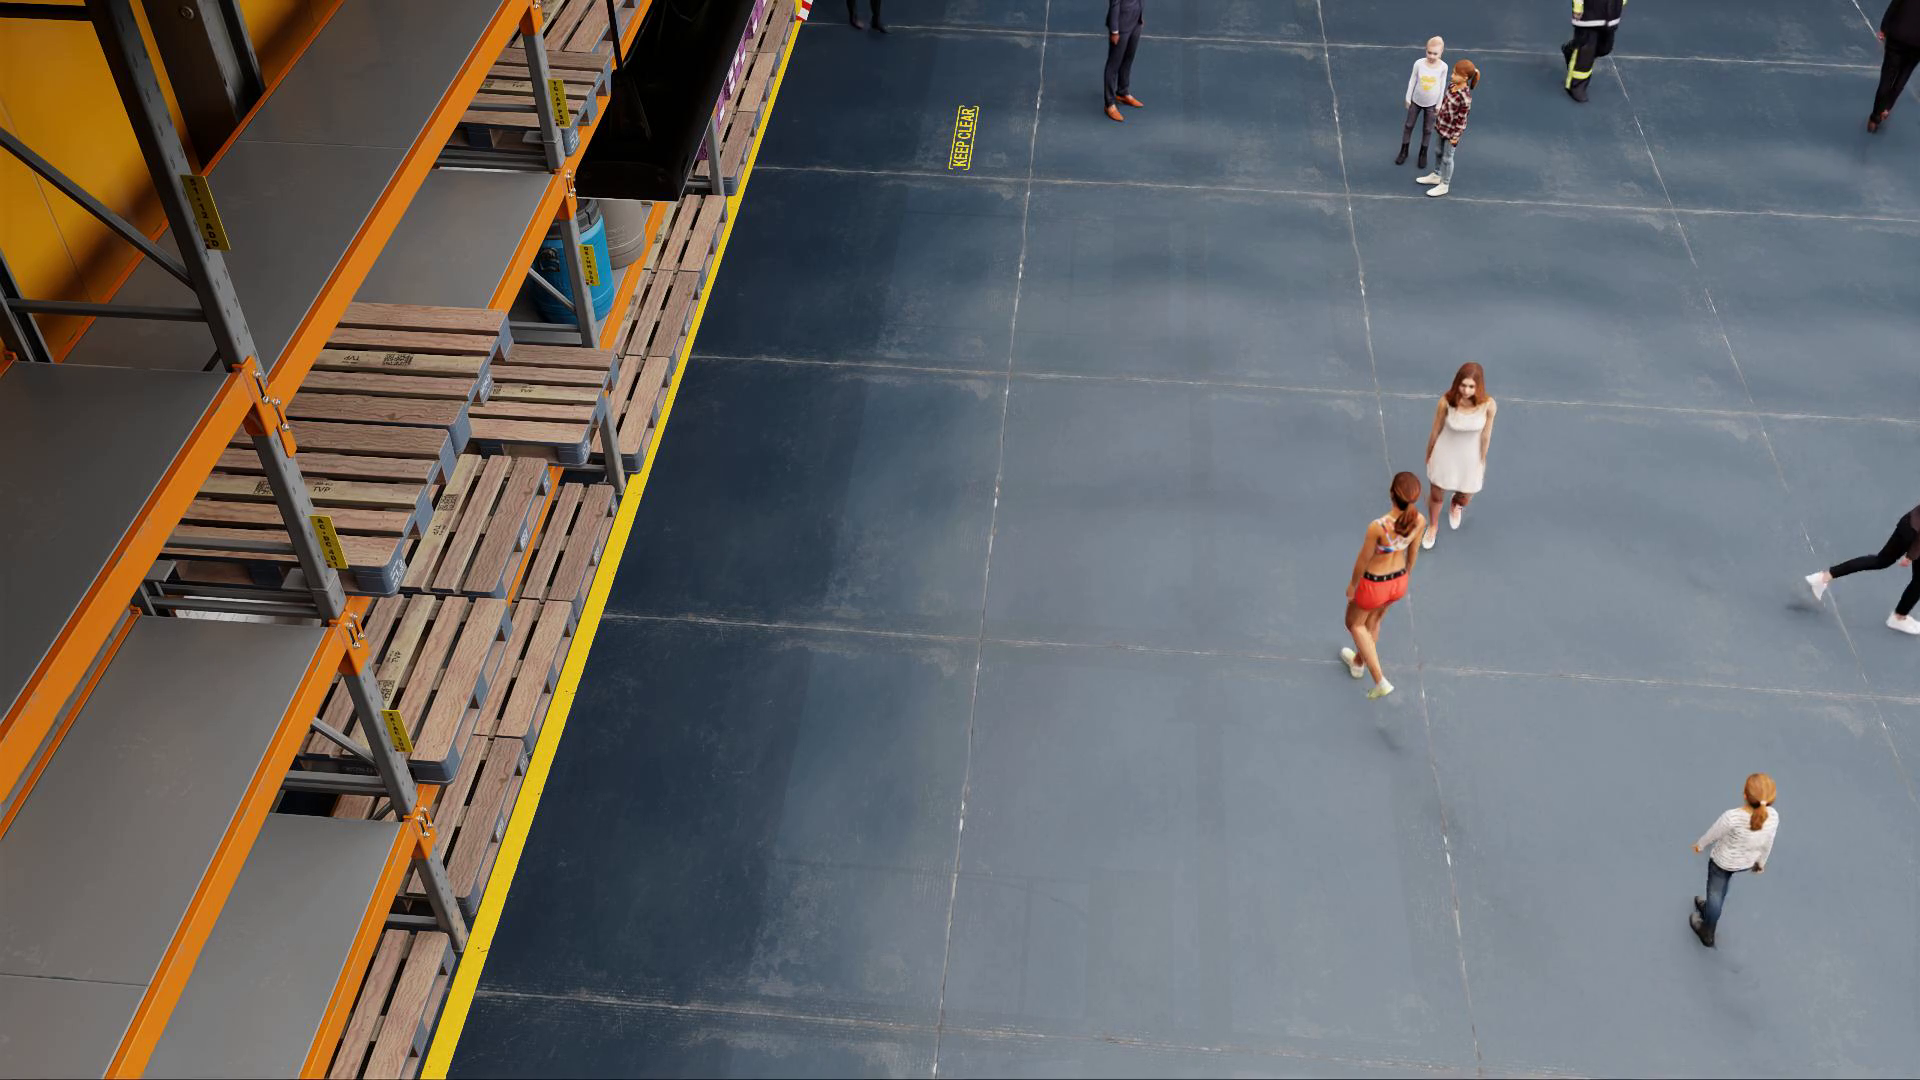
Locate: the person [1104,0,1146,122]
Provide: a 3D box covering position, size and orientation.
[{"bbox_3d":[1.610,-5.051,16.226,0.849,1.824,0.755,31,51,28],"label":"person"}]

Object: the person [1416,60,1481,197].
[{"bbox_3d":[4.515,-3.805,15.293,0.652,1.306,0.547,-9,44,-10],"label":"person"}]

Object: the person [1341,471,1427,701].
[{"bbox_3d":[2.711,0.343,10.596,0.785,1.779,0.953,-13,45,-13],"label":"person"}]

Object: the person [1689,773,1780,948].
[{"bbox_3d":[4.370,1.854,9.354,0.518,1.304,0.582,-2,44,-2],"label":"person"}]

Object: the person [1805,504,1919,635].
[{"bbox_3d":[6.292,-0.038,11.078,0.814,1.666,1.066,11,45,12],"label":"person"}]

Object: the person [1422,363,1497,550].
[{"bbox_3d":[3.505,-0.642,11.698,0.691,1.686,0.827,13,45,13],"label":"person"}]

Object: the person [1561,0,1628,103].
[{"bbox_3d":[6.287,-5.355,16.442,0.972,1.966,1.071,-13,45,-13],"label":"person"}]

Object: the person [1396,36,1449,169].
[{"bbox_3d":[4.375,-4.143,15.668,0.524,1.277,0.537,12,45,12],"label":"person"}]

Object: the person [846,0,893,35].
[{"bbox_3d":[-1.119,-6.328,17.508,1.002,1.903,1.082,-20,47,-19],"label":"person"}]

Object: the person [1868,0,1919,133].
[{"bbox_3d":[9.074,-4.780,15.911,0.907,1.865,0.970,22,48,21],"label":"person"}]
